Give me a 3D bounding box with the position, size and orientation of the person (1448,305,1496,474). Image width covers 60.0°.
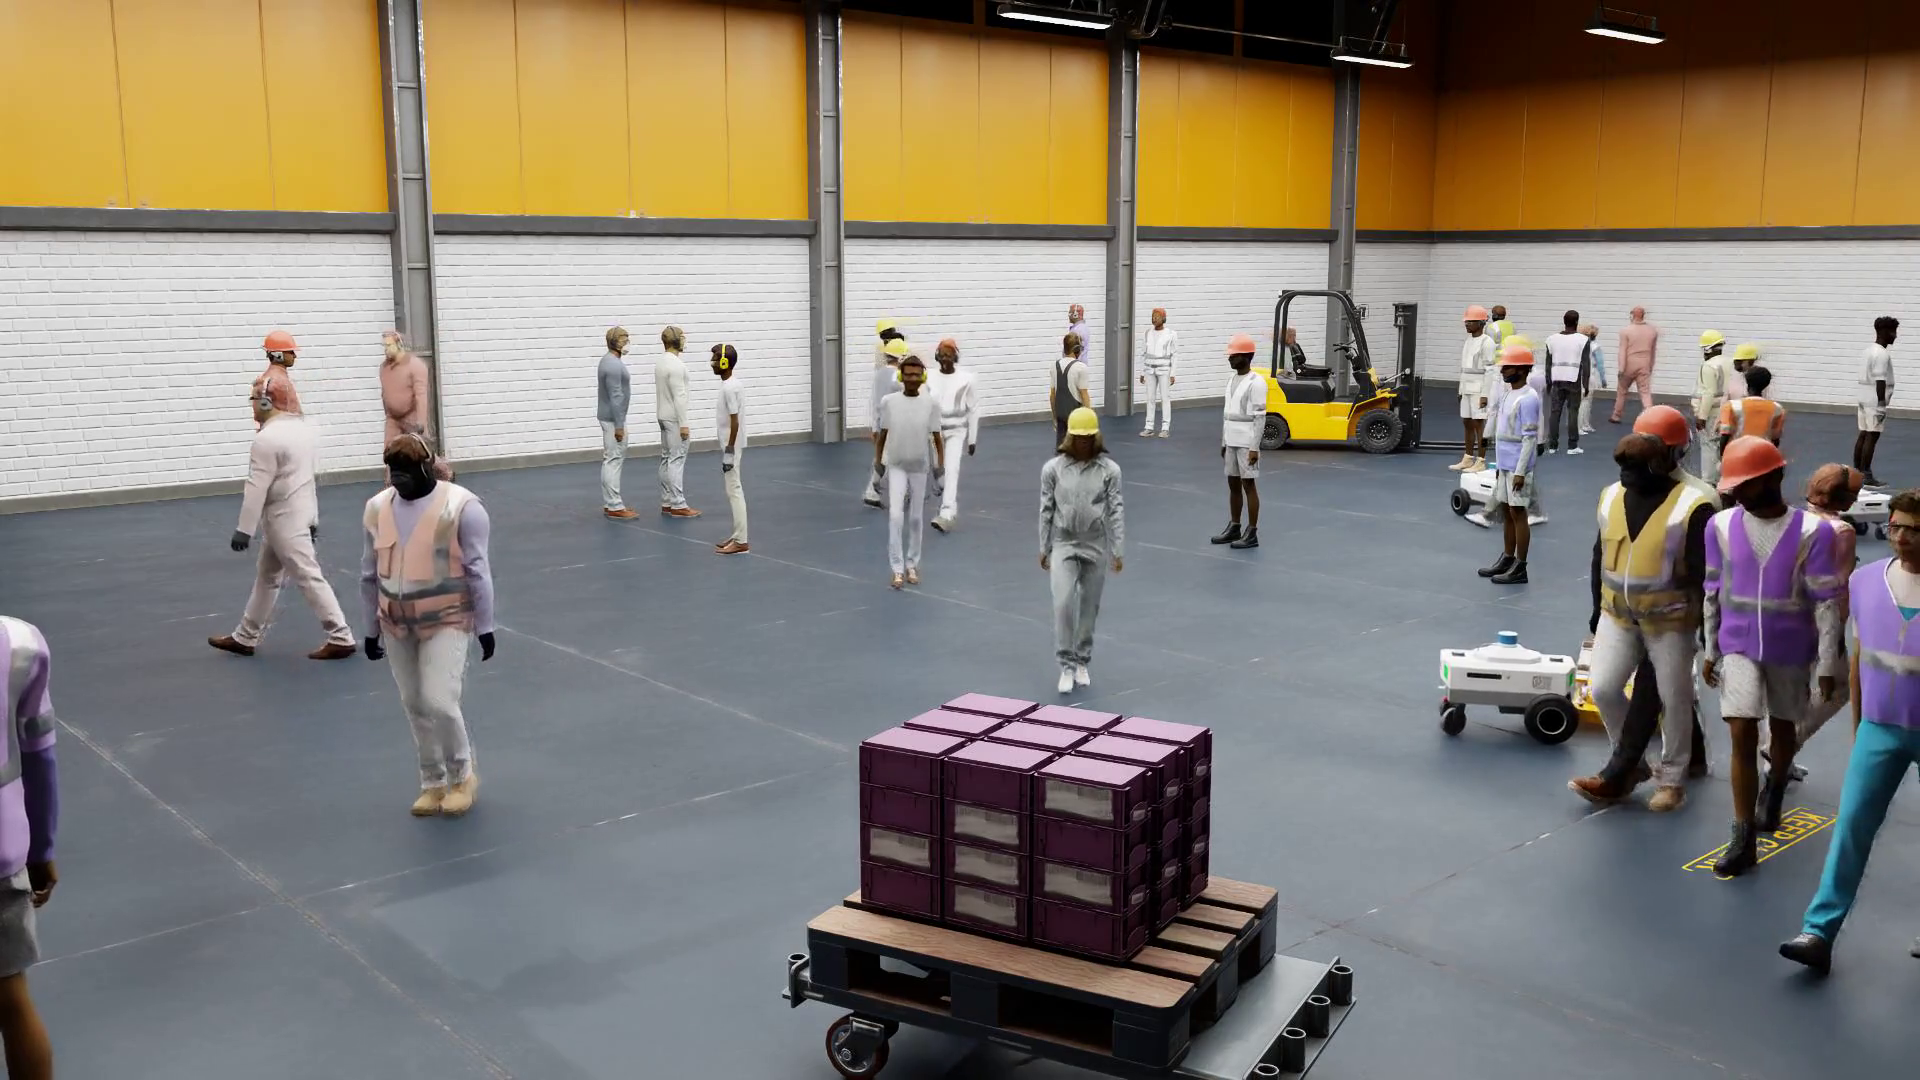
[{"bbox_3d":[6.208,-1.812,20.143,0.373,2.043,0.615,-2,10,-13],"label":"person"}]

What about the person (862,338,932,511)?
[{"bbox_3d":[-0.680,-1.201,17.344,0.944,1.789,0.592,-6,11,-32],"label":"person"}]

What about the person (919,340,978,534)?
[{"bbox_3d":[-0.158,-0.991,15.944,0.579,1.830,0.978,4,10,21],"label":"person"}]

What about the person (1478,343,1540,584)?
[{"bbox_3d":[4.457,-0.613,13.428,0.354,1.939,0.545,0,10,-1],"label":"person"}]

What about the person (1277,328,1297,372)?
[{"bbox_3d":[4.767,-2.254,24.019,0.791,1.589,0.517,-1,10,-5],"label":"person"}]

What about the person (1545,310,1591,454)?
[{"bbox_3d":[8.107,-2.104,22.216,0.591,1.919,0.392,7,12,37],"label":"person"}]

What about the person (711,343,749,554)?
[{"bbox_3d":[-2.044,-0.805,14.758,0.309,1.868,0.535,-1,10,-5],"label":"person"}]

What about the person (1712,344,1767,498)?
[{"bbox_3d":[8.171,-1.192,17.459,0.921,1.711,0.549,-2,10,-13],"label":"person"}]

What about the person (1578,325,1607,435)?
[{"bbox_3d":[9.308,-2.352,24.558,0.655,1.618,0.528,-3,10,-16],"label":"person"}]

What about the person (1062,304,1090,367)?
[{"bbox_3d":[1.759,-2.626,25.307,0.410,1.909,0.642,2,10,10],"label":"person"}]

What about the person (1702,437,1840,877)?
[{"bbox_3d":[3.569,0.468,7.353,0.586,1.862,1.006,7,12,34],"label":"person"}]

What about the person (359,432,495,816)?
[{"bbox_3d":[-2.511,0.407,7.785,0.661,1.825,0.463,3,10,14],"label":"person"}]

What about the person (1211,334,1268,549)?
[{"bbox_3d":[2.532,-0.892,15.061,0.357,1.937,0.550,-5,11,-25],"label":"person"}]

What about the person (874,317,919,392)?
[{"bbox_3d":[-0.798,-1.846,20.807,0.615,1.878,0.505,6,11,30],"label":"person"}]

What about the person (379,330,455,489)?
[{"bbox_3d":[-5.858,-1.316,17.763,0.657,1.867,0.875,4,11,23],"label":"person"}]

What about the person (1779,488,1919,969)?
[{"bbox_3d":[3.452,0.712,6.089,0.928,1.797,0.579,-7,12,-37],"label":"person"}]

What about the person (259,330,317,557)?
[{"bbox_3d":[-5.889,-0.825,14.504,0.384,1.993,0.622,-6,11,-31],"label":"person"}]

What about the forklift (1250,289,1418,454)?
[{"bbox_3d":[5.034,-2.339,22.783,2.313,2.155,1.214,3,10,16],"label":"forklift"}]

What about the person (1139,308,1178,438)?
[{"bbox_3d":[2.881,-2.432,24.239,0.582,1.882,0.351,6,11,32],"label":"person"}]

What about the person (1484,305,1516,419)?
[{"bbox_3d":[8.710,-2.883,27.001,0.633,1.841,0.429,-6,11,-32],"label":"person"}]

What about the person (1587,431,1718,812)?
[{"bbox_3d":[3.315,0.394,7.930,0.460,1.815,0.740,-8,12,-39],"label":"person"}]

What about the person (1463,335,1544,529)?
[{"bbox_3d":[5.314,-1.037,16.084,0.980,1.874,0.611,-3,10,-15],"label":"person"}]

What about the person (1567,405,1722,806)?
[{"bbox_3d":[3.392,0.307,8.102,1.054,1.931,0.627,-4,10,-22],"label":"person"}]

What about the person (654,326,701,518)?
[{"bbox_3d":[-2.878,-1.191,16.812,0.372,1.940,0.631,-5,11,-27],"label":"person"}]

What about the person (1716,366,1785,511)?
[{"bbox_3d":[6.868,-0.669,14.485,0.547,1.687,0.364,1,10,5],"label":"person"}]

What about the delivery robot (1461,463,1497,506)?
[{"bbox_3d":[5.363,-0.534,16.737,0.477,0.478,0.707,-3,10,-17],"label":"delivery robot"}]

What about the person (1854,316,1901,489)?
[{"bbox_3d":[10.455,-1.576,18.989,0.368,1.961,0.613,2,10,13],"label":"person"}]

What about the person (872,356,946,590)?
[{"bbox_3d":[-0.404,-0.530,13.190,0.579,1.850,0.758,-1,10,-4],"label":"person"}]

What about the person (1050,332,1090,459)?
[{"bbox_3d":[1.172,-1.260,17.507,0.504,1.840,0.343,9,13,43],"label":"person"}]

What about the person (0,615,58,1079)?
[{"bbox_3d":[-2.753,0.869,4.501,0.420,2.032,0.610,6,11,29],"label":"person"}]

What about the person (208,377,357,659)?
[{"bbox_3d":[-4.446,-0.127,10.825,1.004,1.853,0.658,-1,10,-5],"label":"person"}]

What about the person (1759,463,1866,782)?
[{"bbox_3d":[4.233,0.421,8.254,0.358,1.622,0.551,-1,10,-6],"label":"person"}]

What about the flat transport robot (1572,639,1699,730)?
[{"bbox_3d":[3.989,0.837,9.814,0.652,0.197,1.431,4,10,22],"label":"flat transport robot"}]

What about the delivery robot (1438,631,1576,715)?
[{"bbox_3d":[3.024,0.750,9.219,0.707,0.478,0.477,3,10,15],"label":"delivery robot"}]

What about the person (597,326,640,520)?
[{"bbox_3d":[-3.462,-1.176,16.732,0.376,1.937,0.629,-3,10,-16],"label":"person"}]

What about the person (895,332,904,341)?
[{"bbox_3d":[-0.712,-1.888,21.665,0.542,1.663,0.592,-3,10,-18],"label":"person"}]

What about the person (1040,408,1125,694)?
[{"bbox_3d":[0.744,0.067,10.052,0.507,1.718,0.639,0,10,-2],"label":"person"}]

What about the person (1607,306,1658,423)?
[{"bbox_3d":[10.525,-2.702,25.902,0.658,1.863,0.963,-1,10,-5],"label":"person"}]

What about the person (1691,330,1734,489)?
[{"bbox_3d":[8.322,-1.413,18.455,0.404,1.822,0.591,9,14,44],"label":"person"}]

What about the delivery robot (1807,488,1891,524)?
[{"bbox_3d":[8.278,-0.321,15.487,0.707,0.478,0.477,-3,10,-14],"label":"delivery robot"}]
